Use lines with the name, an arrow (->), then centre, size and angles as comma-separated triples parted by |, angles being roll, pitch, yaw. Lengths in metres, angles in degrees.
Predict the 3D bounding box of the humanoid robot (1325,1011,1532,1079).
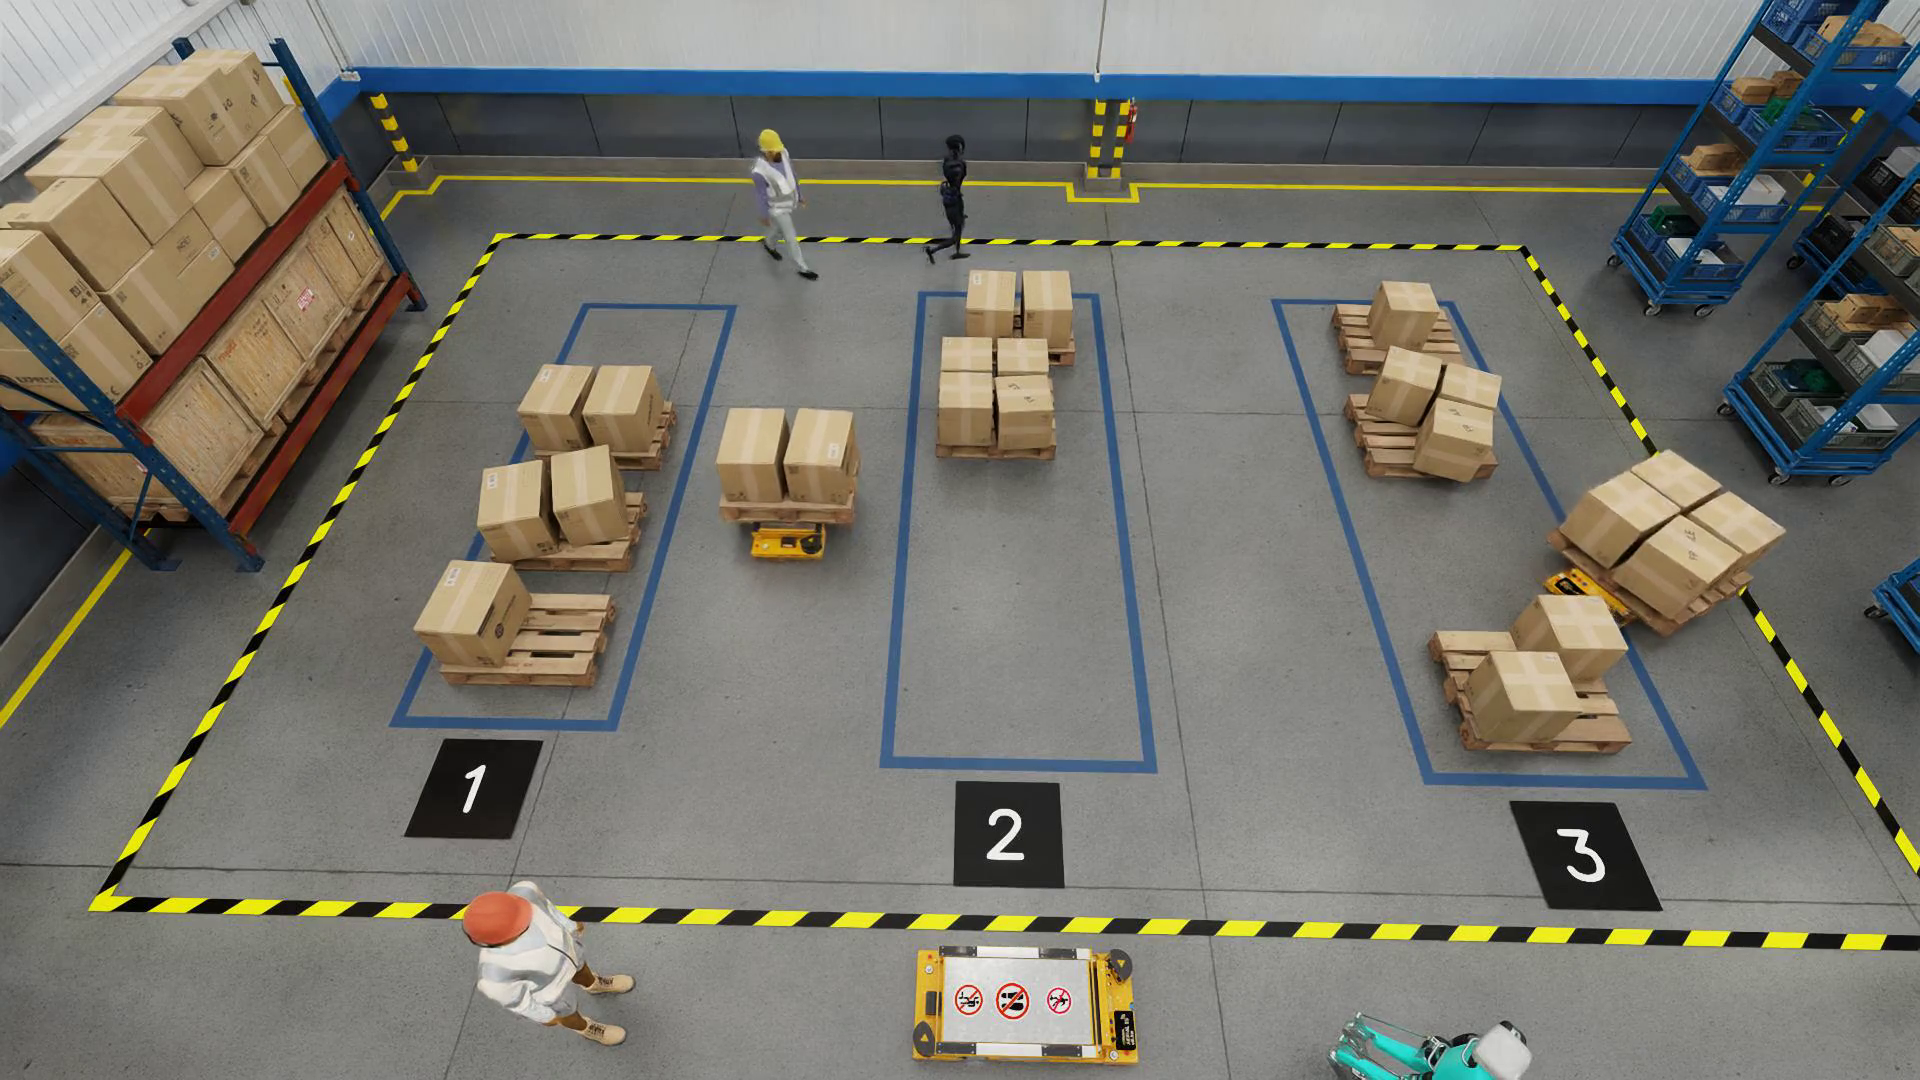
humanoid robot -> 2.459, 2.861, 5.119 | 0.533, 1.677, 0.735 | -36, 59, -26

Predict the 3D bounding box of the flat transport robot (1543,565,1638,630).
flat transport robot -> 6.028, 0.301, 8.223 | 1.431, 0.197, 0.652 | -23, 55, -18

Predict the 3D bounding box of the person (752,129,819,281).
person -> -2.127, -3.955, 10.718 | 0.857, 1.802, 0.582 | 20, 53, 15

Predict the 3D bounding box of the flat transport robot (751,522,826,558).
flat transport robot -> -1.578, -0.445, 8.830 | 0.652, 0.197, 1.431 | 1, 51, 1

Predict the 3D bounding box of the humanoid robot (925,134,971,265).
humanoid robot -> -0.145, -4.035, 10.873 | 0.541, 1.644, 0.613 | -7, 51, -6

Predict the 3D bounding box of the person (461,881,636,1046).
person -> -2.356, 2.474, 5.323 | 0.365, 2.048, 0.607 | -1, 51, -1

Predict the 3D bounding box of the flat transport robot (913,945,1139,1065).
flat transport robot -> 0.422, 3.041, 6.007 | 1.431, 0.231, 0.659 | 1, 51, 1
